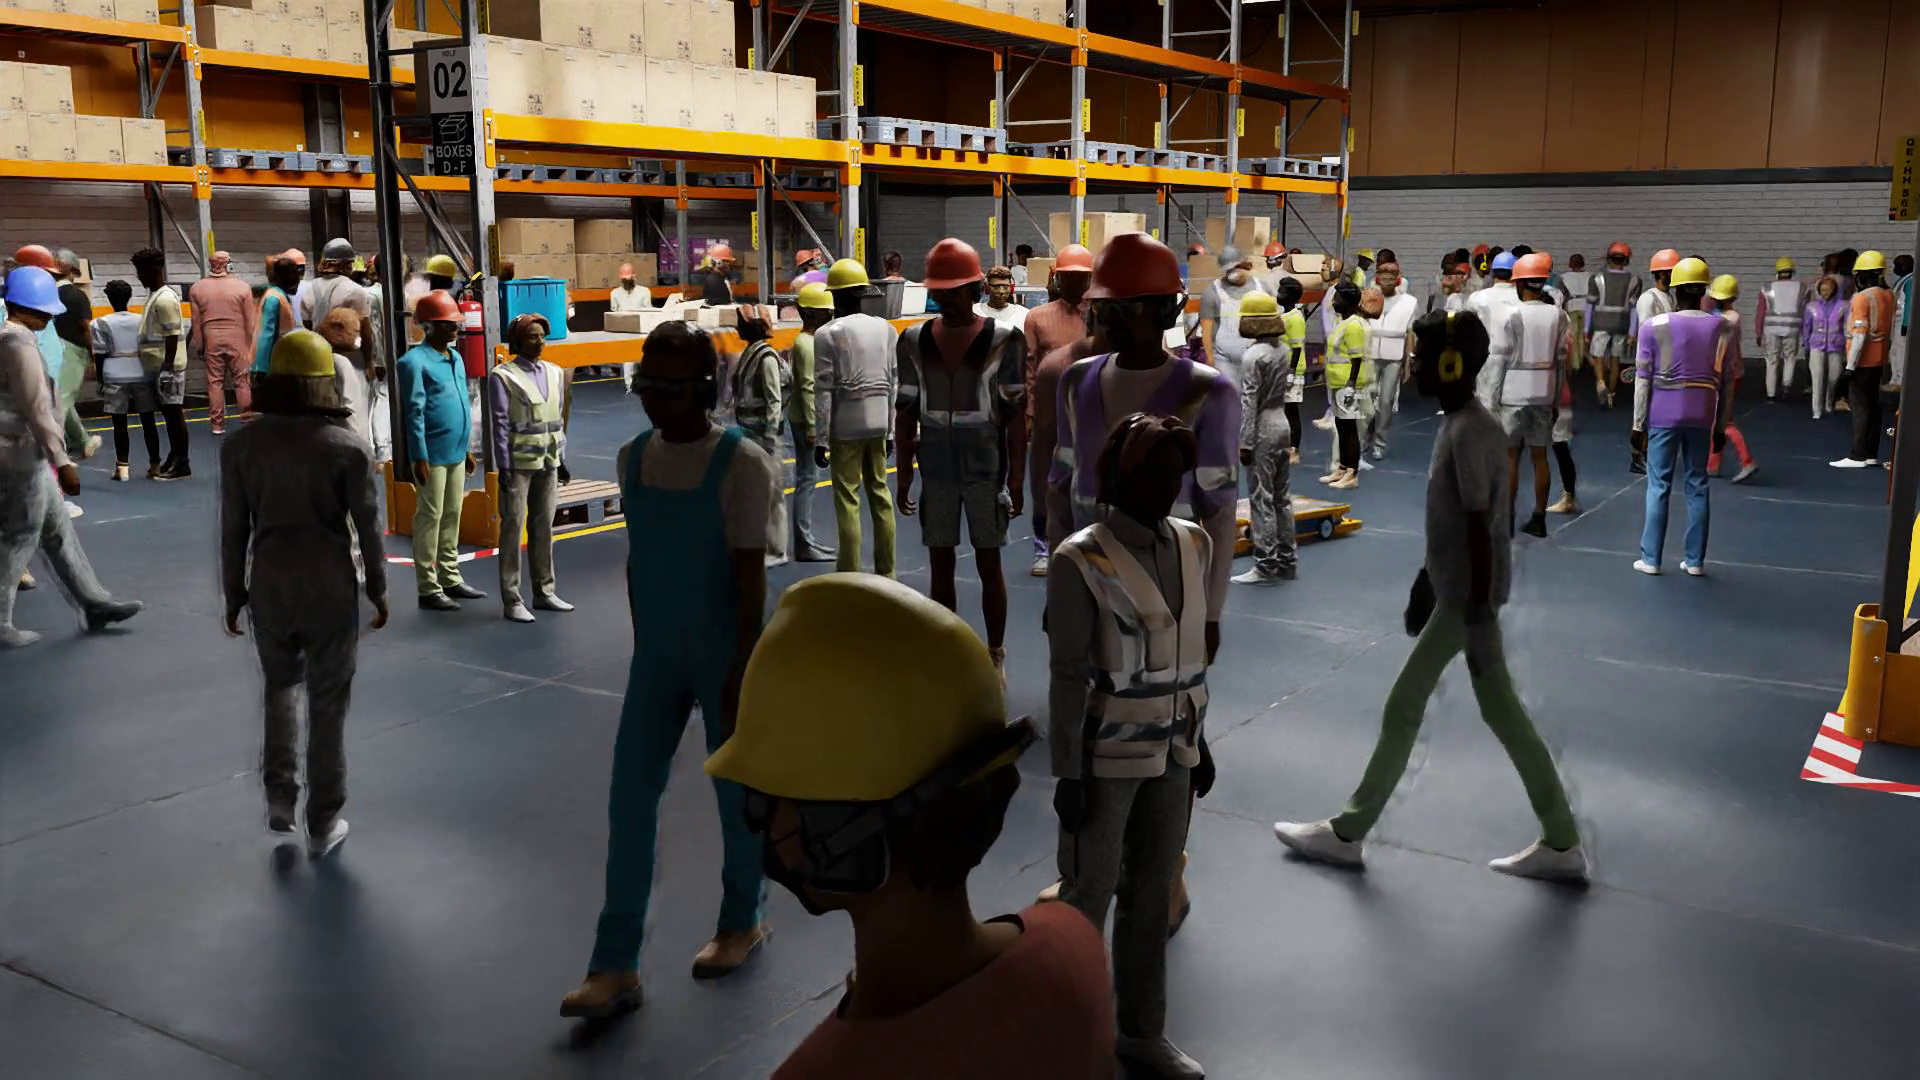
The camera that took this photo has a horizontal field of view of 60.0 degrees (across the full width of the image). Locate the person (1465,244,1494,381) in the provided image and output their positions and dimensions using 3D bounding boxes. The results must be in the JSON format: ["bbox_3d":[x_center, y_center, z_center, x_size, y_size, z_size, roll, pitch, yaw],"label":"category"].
[{"bbox_3d":[7.377,-3.289,24.048,0.641,1.968,0.601,-1,10,-6],"label":"person"}]

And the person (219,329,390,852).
[{"bbox_3d":[-2.156,0.174,5.508,0.512,1.727,0.389,-1,10,-4],"label":"person"}]

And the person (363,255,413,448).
[{"bbox_3d":[-5.288,-1.648,15.195,0.574,1.886,0.356,-3,11,-17],"label":"person"}]

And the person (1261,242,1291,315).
[{"bbox_3d":[3.848,-2.637,20.370,0.397,1.992,0.623,7,12,33],"label":"person"}]

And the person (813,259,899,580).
[{"bbox_3d":[-0.609,-0.634,9.502,0.584,1.918,0.408,-10,14,-43],"label":"person"}]

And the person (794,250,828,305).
[{"bbox_3d":[-2.000,-3.055,22.996,0.632,1.881,0.479,-4,11,-23],"label":"person"}]

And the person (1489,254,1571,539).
[{"bbox_3d":[3.839,-0.969,11.326,0.541,1.929,0.385,-2,10,-11],"label":"person"}]

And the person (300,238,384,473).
[{"bbox_3d":[-5.305,-1.587,14.423,0.674,2.000,0.535,5,11,24],"label":"person"}]

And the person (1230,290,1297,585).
[{"bbox_3d":[1.781,-0.600,9.833,0.377,1.732,0.498,7,13,35],"label":"person"}]

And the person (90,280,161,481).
[{"bbox_3d":[-7.027,-1.345,14.046,0.532,1.693,0.319,-9,13,-40],"label":"person"}]

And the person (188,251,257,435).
[{"bbox_3d":[-7.619,-2.038,17.294,0.642,1.908,0.407,-2,10,-8],"label":"person"}]

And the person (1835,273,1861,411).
[{"bbox_3d":[10.640,-2.368,19.742,0.323,1.691,0.532,7,13,36],"label":"person"}]

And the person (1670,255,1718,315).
[{"bbox_3d":[8.941,-2.552,20.325,0.630,1.842,0.429,8,13,37],"label":"person"}]

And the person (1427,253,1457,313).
[{"bbox_3d":[6.795,-3.089,23.317,0.505,1.839,0.348,0,10,1],"label":"person"}]

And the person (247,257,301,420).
[{"bbox_3d":[-5.967,-1.513,14.493,0.606,1.866,0.625,-4,11,-20],"label":"person"}]

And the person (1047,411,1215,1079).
[{"bbox_3d":[0.400,0.519,3.874,0.522,1.636,0.310,-9,14,-41],"label":"person"}]

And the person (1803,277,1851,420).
[{"bbox_3d":[9.903,-2.197,18.985,0.524,1.609,0.728,6,12,29],"label":"person"}]

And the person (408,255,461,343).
[{"bbox_3d":[-4.449,-1.446,14.042,0.608,1.907,0.552,6,12,30],"label":"person"}]

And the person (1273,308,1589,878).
[{"bbox_3d":[1.560,0.182,5.267,0.994,1.814,0.551,4,11,21],"label":"person"}]

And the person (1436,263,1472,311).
[{"bbox_3d":[6.768,-2.903,22.644,0.772,1.695,0.577,-5,12,-27],"label":"person"}]

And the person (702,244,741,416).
[{"bbox_3d":[-2.675,-2.387,19.064,0.672,1.974,0.621,1,10,3],"label":"person"}]

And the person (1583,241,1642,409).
[{"bbox_3d":[7.760,-2.541,19.807,0.612,2.012,0.839,2,10,13],"label":"person"}]

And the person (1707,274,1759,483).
[{"bbox_3d":[6.483,-1.362,14.025,0.472,1.746,0.667,3,11,16],"label":"person"}]

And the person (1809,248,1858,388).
[{"bbox_3d":[11.886,-2.964,22.414,0.622,1.897,1.062,-1,10,-8],"label":"person"}]

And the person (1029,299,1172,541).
[{"bbox_3d":[0.627,-0.174,7.147,0.670,1.853,0.831,1,10,6],"label":"person"}]

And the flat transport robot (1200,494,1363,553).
[{"bbox_3d":[2.020,-0.126,11.232,1.431,0.197,0.652,-9,13,-39],"label":"flat transport robot"}]

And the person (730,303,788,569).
[{"bbox_3d":[-1.241,-0.643,10.306,0.314,1.639,0.517,-5,11,-25],"label":"person"}]

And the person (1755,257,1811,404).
[{"bbox_3d":[10.173,-2.590,20.600,0.614,1.812,0.424,4,11,20],"label":"person"}]

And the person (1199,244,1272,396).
[{"bbox_3d":[2.586,-1.763,15.401,0.749,2.000,0.544,-2,10,-8],"label":"person"}]

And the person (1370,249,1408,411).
[{"bbox_3d":[5.054,-2.478,19.703,0.372,1.916,0.597,-5,12,-27],"label":"person"}]

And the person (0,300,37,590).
[{"bbox_3d":[-5.618,-0.704,9.525,0.616,2.041,0.377,-8,13,-37],"label":"person"}]

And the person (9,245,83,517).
[{"bbox_3d":[-6.728,-1.152,12.168,0.393,1.985,0.611,-7,12,-34],"label":"person"}]

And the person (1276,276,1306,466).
[{"bbox_3d":[2.931,-1.508,14.931,0.318,1.700,0.535,-1,10,-6],"label":"person"}]

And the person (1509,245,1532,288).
[{"bbox_3d":[7.032,-2.748,21.063,0.364,1.964,0.612,8,13,39],"label":"person"}]
